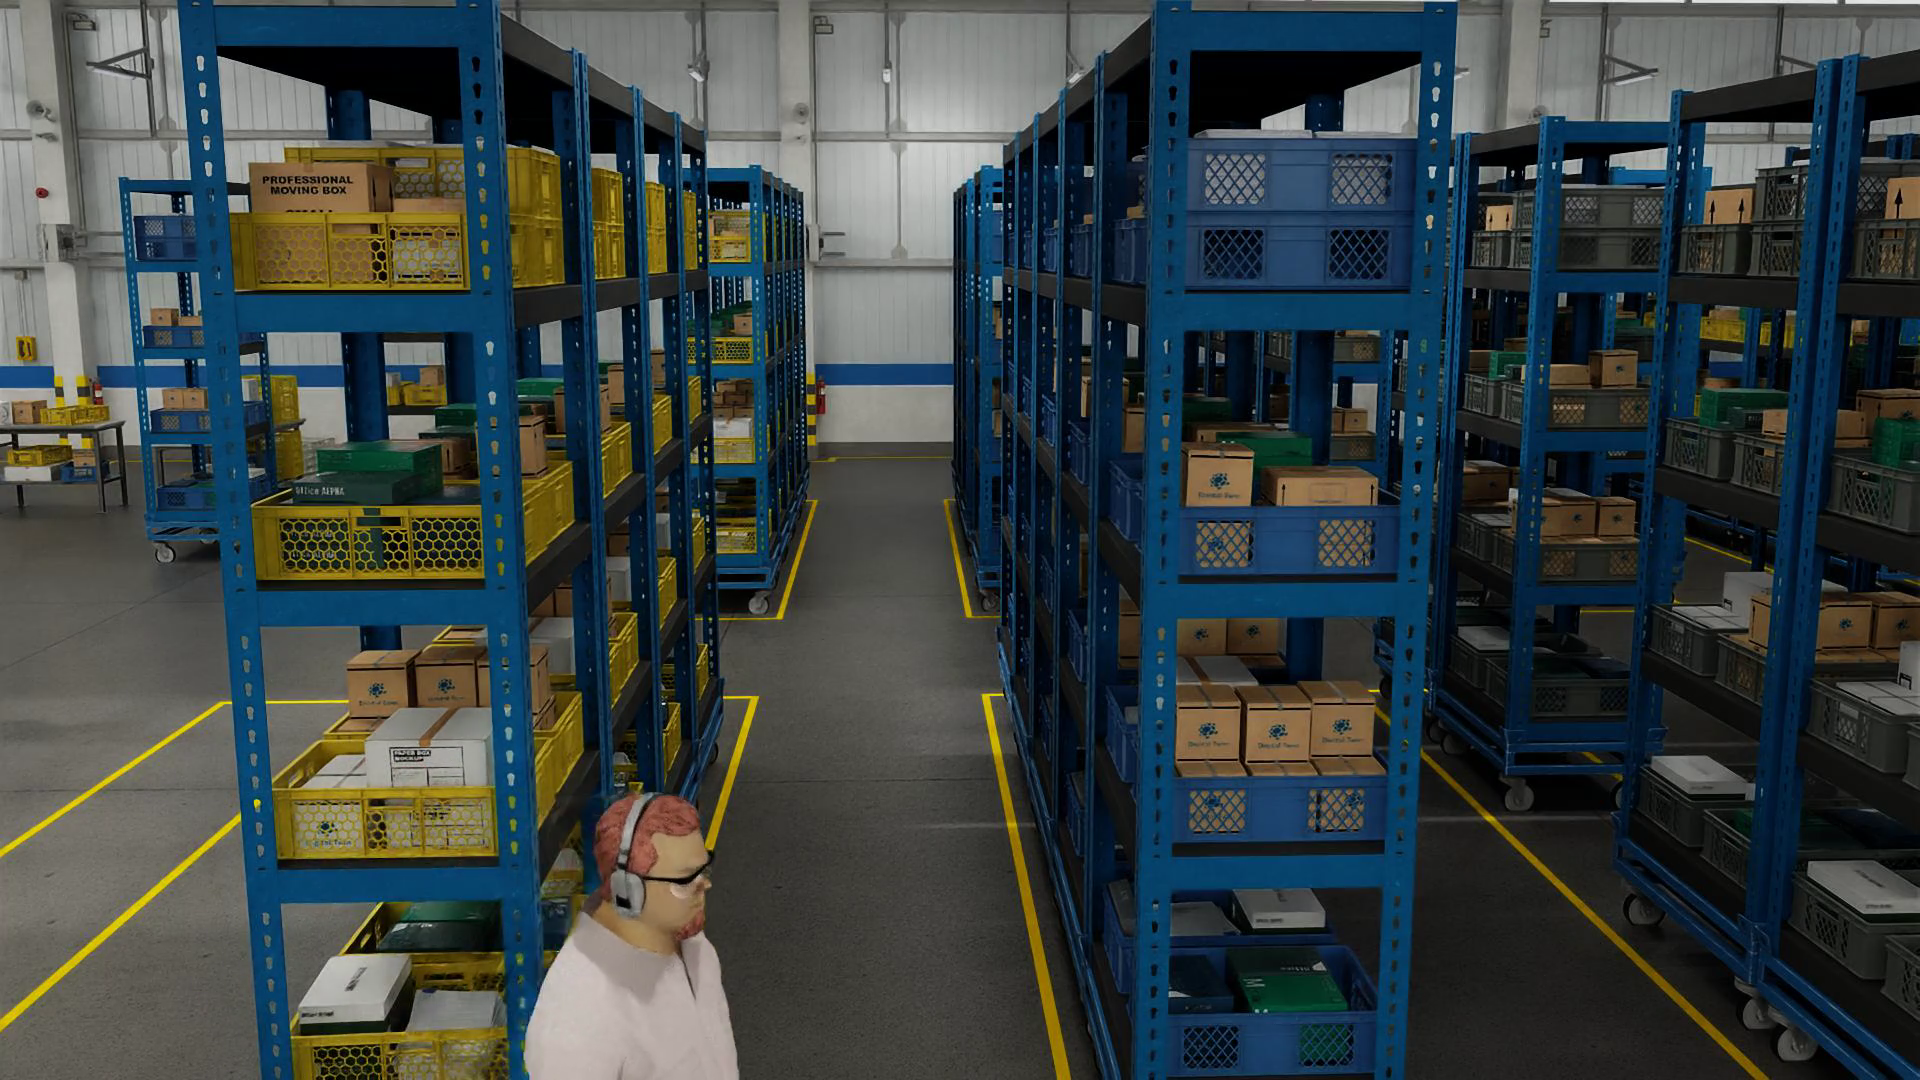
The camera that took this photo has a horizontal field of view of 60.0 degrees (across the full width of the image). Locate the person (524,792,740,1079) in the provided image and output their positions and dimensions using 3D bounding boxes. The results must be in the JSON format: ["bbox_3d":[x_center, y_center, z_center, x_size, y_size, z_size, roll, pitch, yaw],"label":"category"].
[{"bbox_3d":[-0.711,1.427,3.482,0.574,1.888,0.660,2,10,9],"label":"person"}]
